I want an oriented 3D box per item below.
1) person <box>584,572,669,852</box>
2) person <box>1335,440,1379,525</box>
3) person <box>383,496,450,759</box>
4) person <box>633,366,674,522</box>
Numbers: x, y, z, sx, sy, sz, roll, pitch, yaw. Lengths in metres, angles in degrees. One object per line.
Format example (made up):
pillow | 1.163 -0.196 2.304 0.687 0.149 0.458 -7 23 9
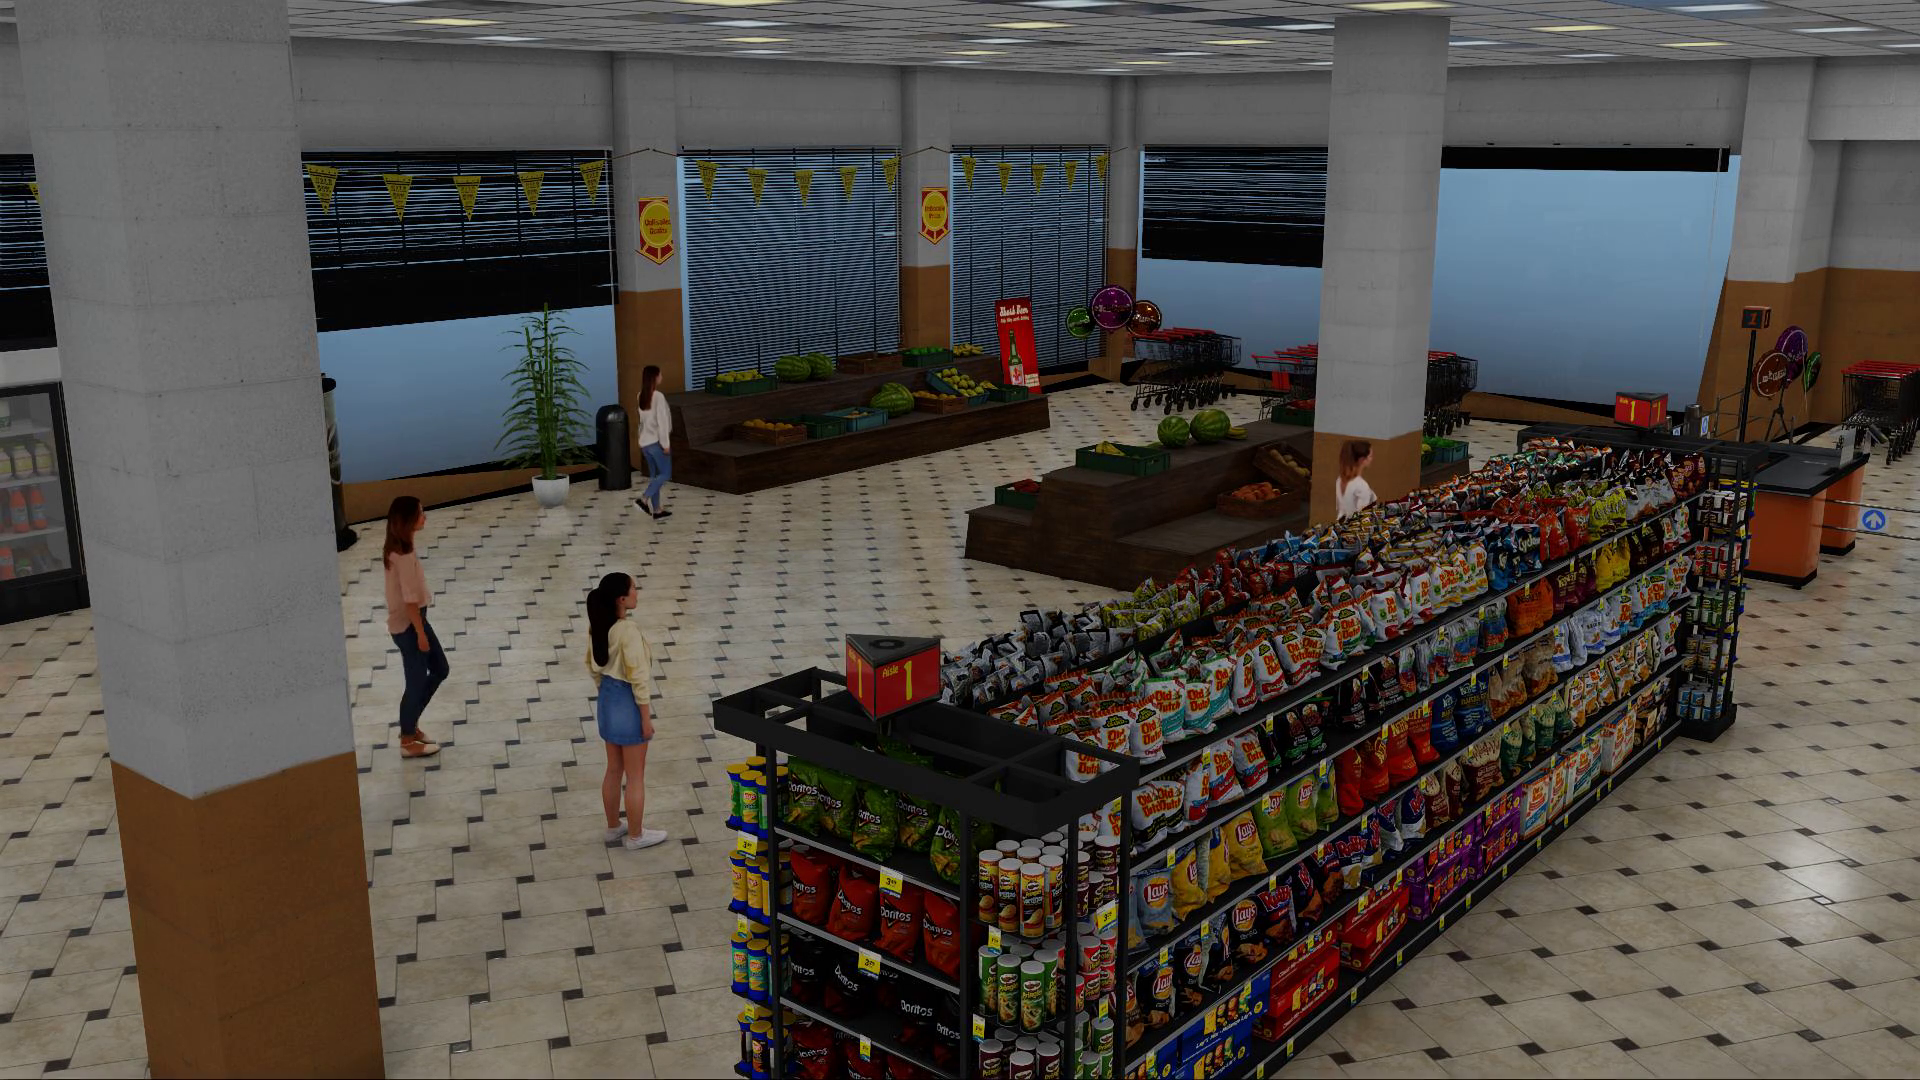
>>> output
person | -1.956 0.979 9.624 0.643 1.631 0.558 13 18 42
person | 3.057 0.055 13.290 1.081 1.699 0.955 -3 14 -13
person | -3.698 0.588 10.922 0.762 1.780 0.731 -4 14 -16
person | -3.301 -1.001 17.685 0.783 1.681 0.666 -12 18 -41
